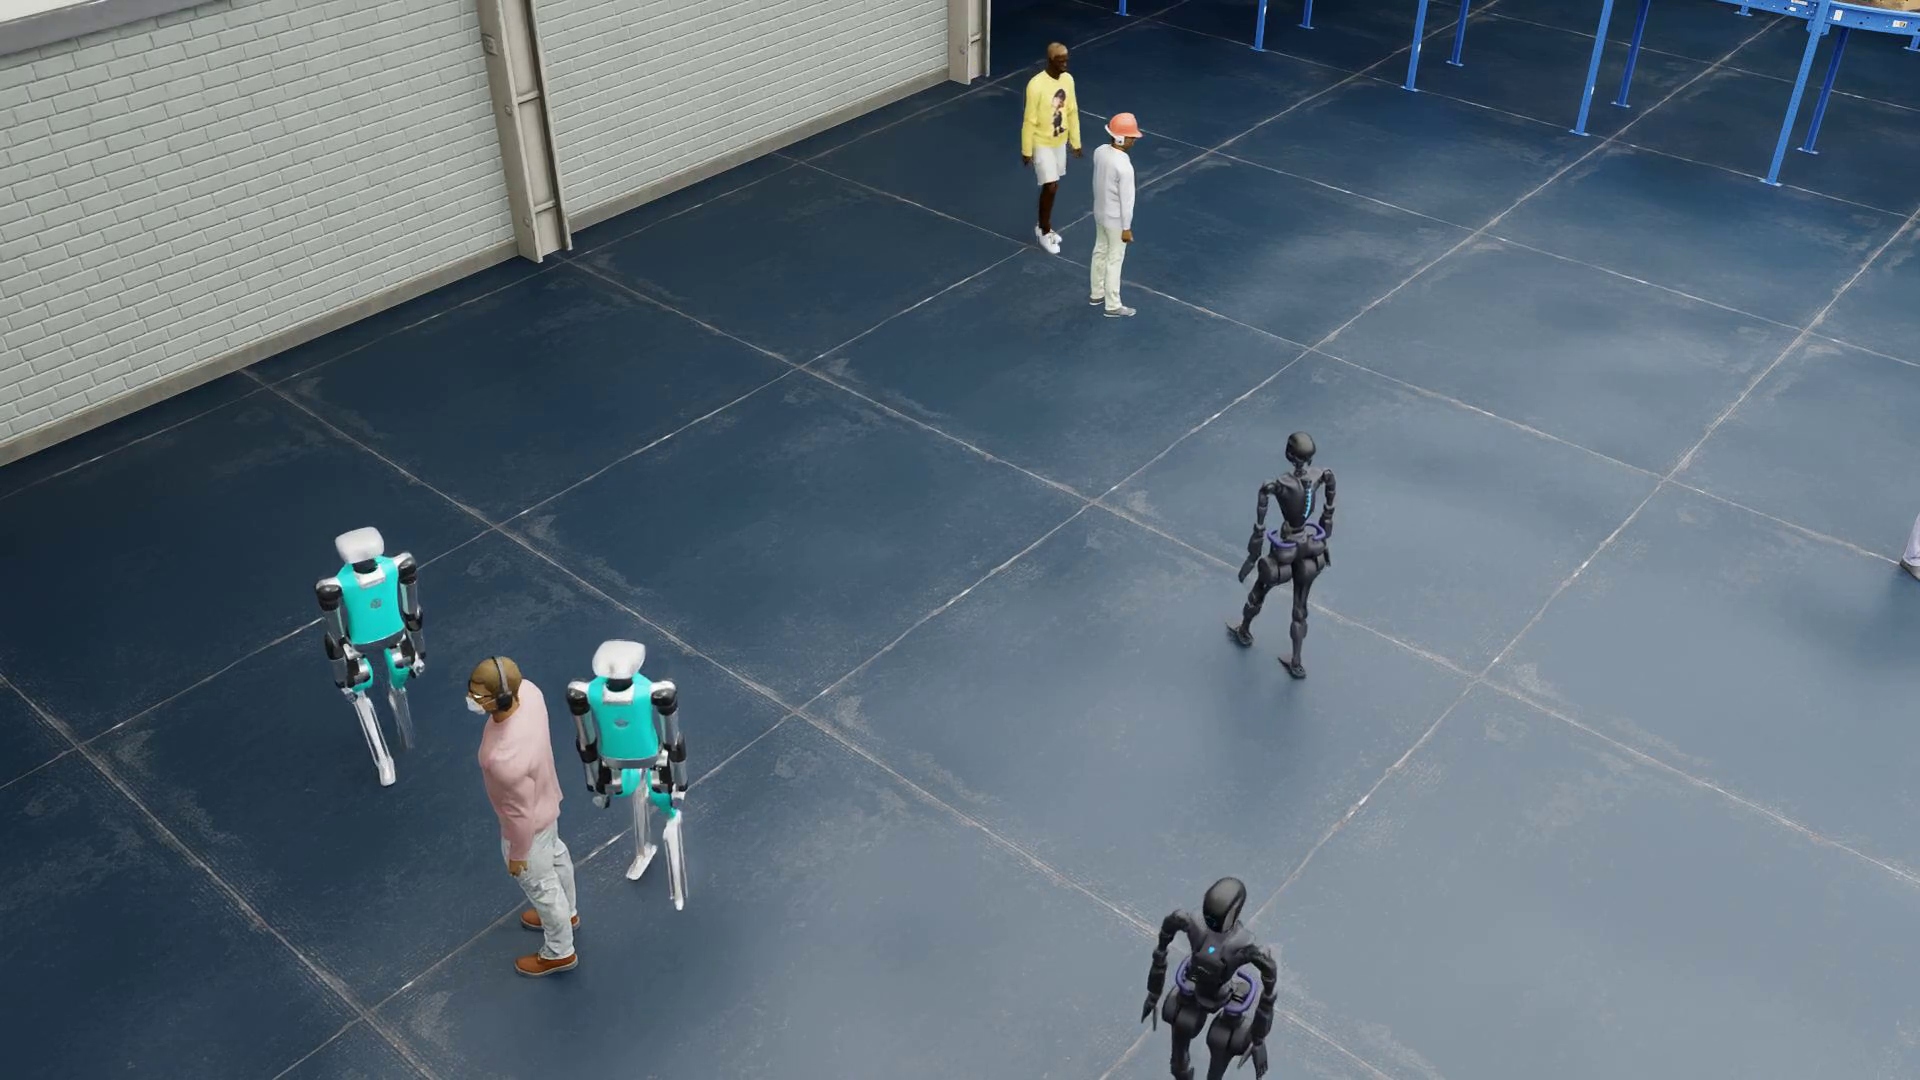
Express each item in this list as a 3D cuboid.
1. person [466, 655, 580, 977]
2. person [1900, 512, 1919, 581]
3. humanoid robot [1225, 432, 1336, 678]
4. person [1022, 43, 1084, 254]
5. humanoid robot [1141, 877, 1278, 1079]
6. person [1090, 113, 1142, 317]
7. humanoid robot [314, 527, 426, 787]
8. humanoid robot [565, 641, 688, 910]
[{"bbox_3d":[-2.113,1.329,8.082,0.361,1.939,0.634,-3,36,-4],"label":"person"},{"bbox_3d":[6.589,-0.575,10.835,0.565,1.846,0.390,-22,41,-28],"label":"person"},{"bbox_3d":[1.981,0.034,10.137,0.601,1.637,0.644,-13,37,-17],"label":"humanoid robot"},{"bbox_3d":[0.884,-3.509,14.920,0.566,1.881,0.640,-27,43,-32],"label":"person"},{"bbox_3d":[1.082,2.069,7.274,0.613,1.652,0.411,18,39,24],"label":"humanoid robot"},{"bbox_3d":[1.306,-2.733,13.947,0.336,1.748,0.562,-14,38,-18],"label":"person"},{"bbox_3d":[-3.292,0.641,9.308,0.558,1.884,0.770,-24,42,-29],"label":"humanoid robot"},{"bbox_3d":[-1.630,1.116,8.567,0.530,1.792,0.775,0,35,-1],"label":"humanoid robot"}]
